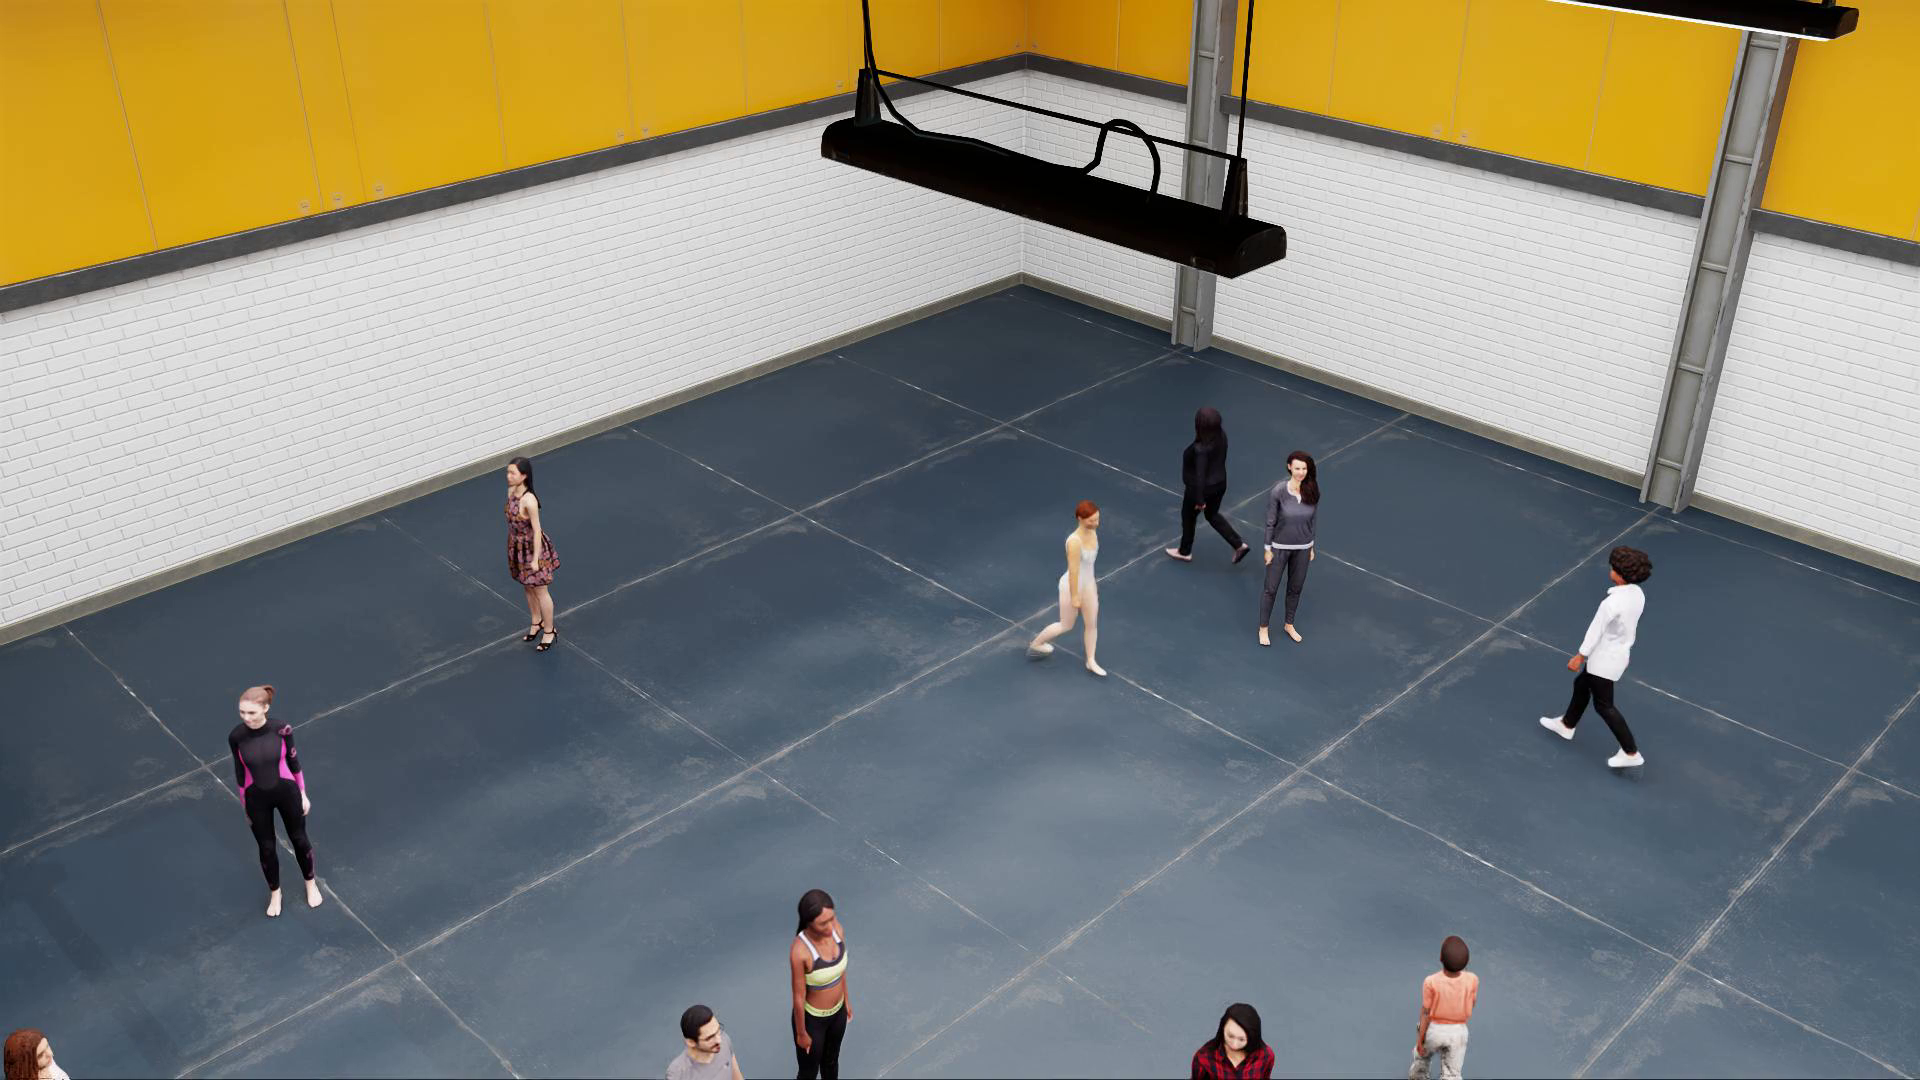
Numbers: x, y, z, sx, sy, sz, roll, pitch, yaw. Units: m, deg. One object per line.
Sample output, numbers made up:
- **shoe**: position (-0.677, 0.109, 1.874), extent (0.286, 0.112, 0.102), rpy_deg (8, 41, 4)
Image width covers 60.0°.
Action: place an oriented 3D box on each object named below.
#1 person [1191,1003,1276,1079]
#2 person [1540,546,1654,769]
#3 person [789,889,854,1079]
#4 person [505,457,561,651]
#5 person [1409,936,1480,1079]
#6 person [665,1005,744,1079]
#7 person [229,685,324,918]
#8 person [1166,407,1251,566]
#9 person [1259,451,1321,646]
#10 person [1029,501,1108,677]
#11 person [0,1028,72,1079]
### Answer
- **person**: position (1.380, 3.038, 8.737), extent (0.664, 1.654, 0.695), rpy_deg (-4, 29, -7)
- **person**: position (4.932, 0.914, 12.500), extent (1.086, 1.780, 0.619), rpy_deg (25, 37, 38)
- **person**: position (-0.793, 2.660, 9.324), extent (0.531, 1.755, 0.572), rpy_deg (22, 35, 34)
- **person**: position (-3.628, 0.115, 13.971), extent (0.730, 1.773, 0.612), rpy_deg (-22, 36, -35)
- **person**: position (2.778, 2.835, 9.473), extent (0.856, 1.304, 0.871), rpy_deg (3, 29, 5)
- **person**: position (-1.395, 3.062, 8.632), extent (1.196, 1.713, 0.913), rpy_deg (13, 31, 22)
- **person**: position (-4.565, 1.711, 11.072), extent (0.648, 1.747, 0.662), rpy_deg (-9, 30, -17)
- **person**: position (2.327, -0.458, 15.213), extent (1.048, 1.589, 0.736), rpy_deg (19, 34, 30)
- **person**: position (2.783, 0.053, 14.091), extent (0.690, 1.767, 0.699), rpy_deg (-6, 29, -11)
- **person**: position (0.899, 0.373, 13.672), extent (0.934, 1.607, 0.618), rpy_deg (16, 33, 27)
- **person**: position (-4.652, 3.168, 8.446), extent (0.836, 1.704, 0.778), rpy_deg (-1, 29, -3)
